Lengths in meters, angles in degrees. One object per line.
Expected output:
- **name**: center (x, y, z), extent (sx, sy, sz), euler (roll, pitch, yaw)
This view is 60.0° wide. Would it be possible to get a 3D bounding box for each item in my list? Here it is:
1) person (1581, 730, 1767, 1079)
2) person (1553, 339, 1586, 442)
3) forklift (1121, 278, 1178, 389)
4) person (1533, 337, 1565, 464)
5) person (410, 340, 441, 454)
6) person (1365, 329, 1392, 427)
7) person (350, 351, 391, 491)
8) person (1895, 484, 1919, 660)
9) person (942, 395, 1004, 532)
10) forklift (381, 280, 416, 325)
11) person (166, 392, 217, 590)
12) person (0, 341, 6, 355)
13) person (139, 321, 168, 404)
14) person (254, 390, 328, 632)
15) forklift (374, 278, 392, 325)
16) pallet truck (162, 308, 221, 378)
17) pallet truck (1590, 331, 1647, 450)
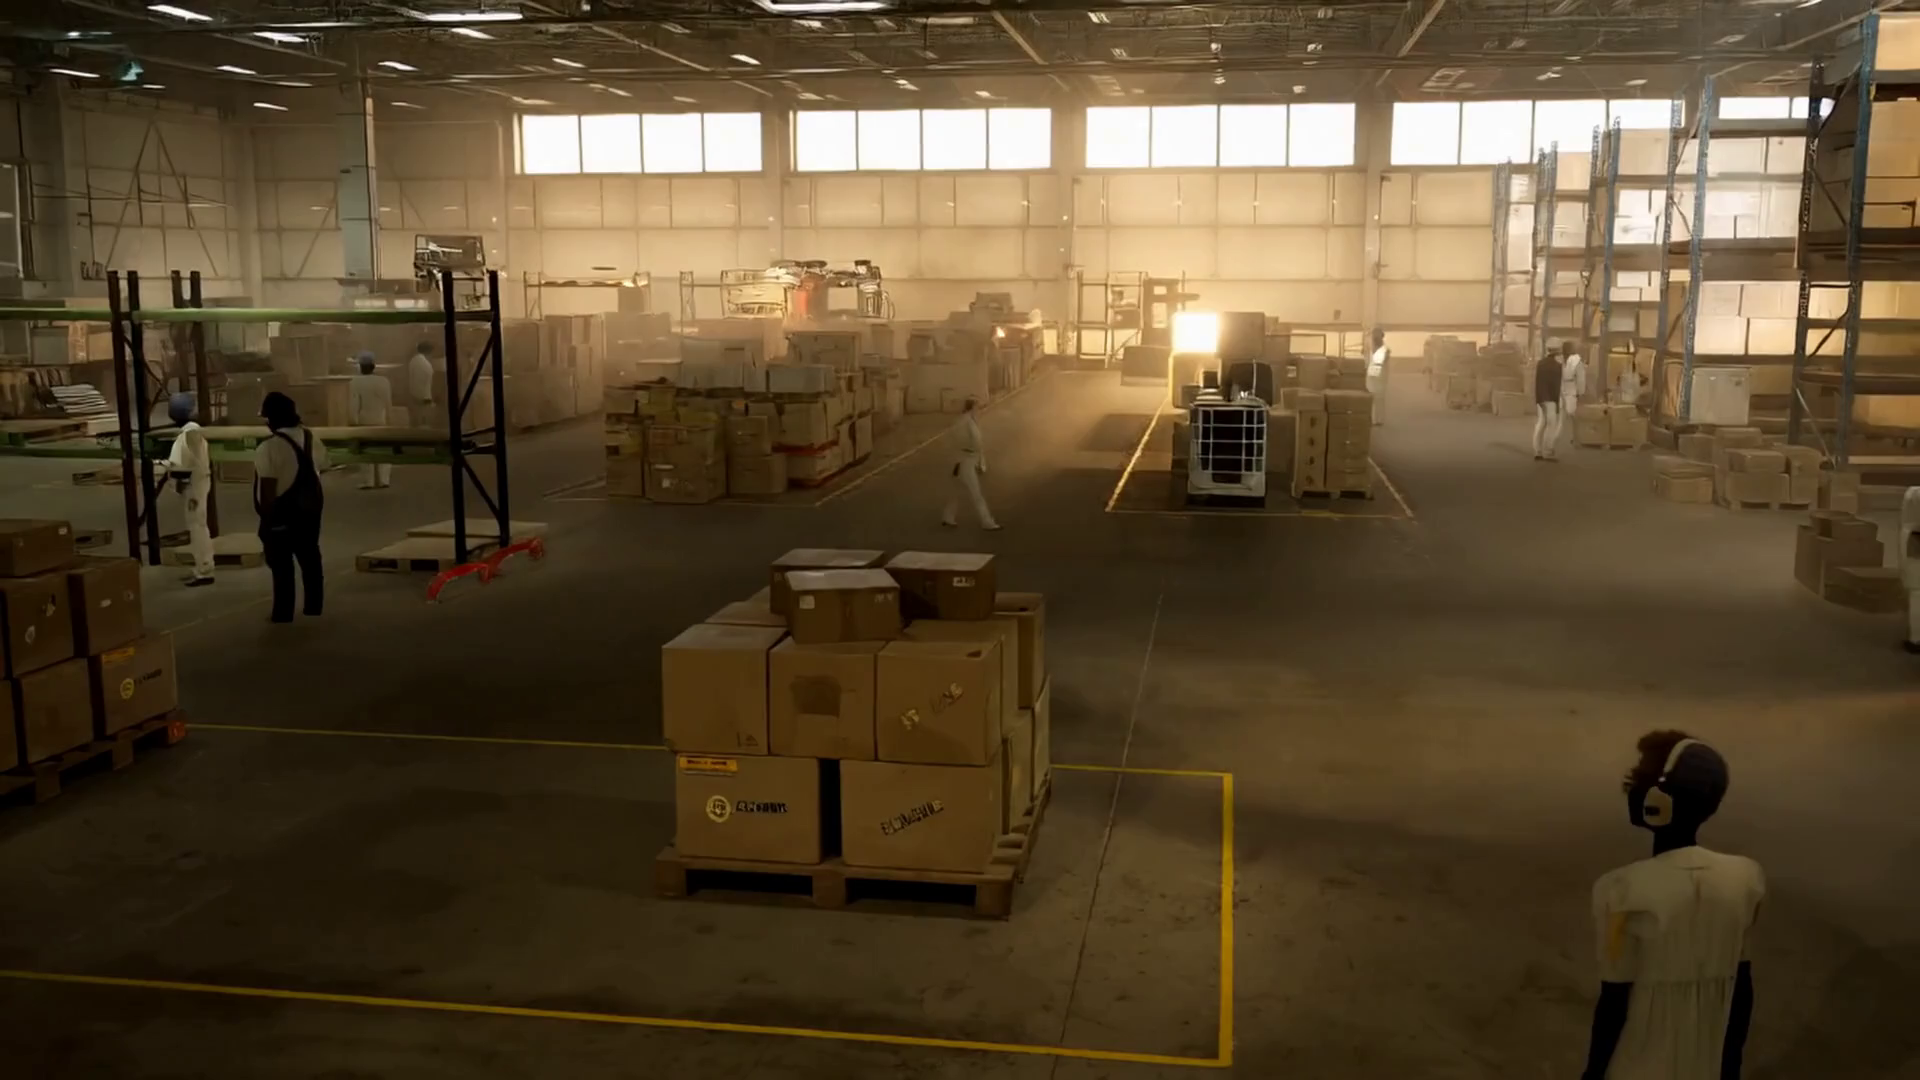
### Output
- **person**: center (1.812, 1.406, 4.333), extent (0.532, 1.876, 0.321), euler (-3, 10, -18)
- **person**: center (10.775, -2.659, 29.550), extent (0.638, 1.828, 0.659), euler (7, 12, 37)
- **forklift**: center (5.117, -5.338, 42.838), extent (1.129, 2.768, 1.873), euler (8, 12, 41)
- **person**: center (9.283, -2.190, 26.175), extent (0.393, 1.985, 0.611), euler (-2, 9, -14)
- **person**: center (-8.763, -2.311, 27.202), extent (0.492, 1.895, 0.681), euler (-7, 12, -39)
- **person**: center (8.111, -3.137, 32.257), extent (0.397, 1.911, 0.587), euler (-5, 10, -27)
- **person**: center (-8.137, -1.640, 22.961), extent (0.369, 1.928, 0.586), euler (8, 12, 41)
- **person**: center (7.546, 0.119, 12.866), extent (0.541, 1.684, 0.438), euler (2, 9, 11)
- **person**: center (0.126, -0.897, 19.391), extent (0.853, 1.588, 0.533), euler (4, 10, 25)
- **forklift**: center (-11.956, -4.169, 35.627), extent (1.873, 2.768, 1.129), euler (1, 9, 9)
- **person**: center (-7.331, -0.467, 15.855), extent (0.337, 1.882, 0.585), euler (-6, 11, -31)
- **person**: center (-22.603, -4.095, 38.942), extent (0.605, 1.658, 0.373), euler (-7, 11, -36)
- **person**: center (-18.386, -4.064, 37.923), extent (0.623, 1.932, 0.370), euler (2, 9, 10)
- **person**: center (-5.698, -0.253, 14.057), extent (0.535, 2.000, 0.680), euler (4, 10, 24)
- **forklift**: center (-15.152, -5.494, 43.797), extent (1.873, 2.768, 1.129), euler (-3, 10, -17)
- **pallet truck**: center (-21.869, -5.598, 47.154), extent (0.823, 1.965, 1.885), euler (4, 10, 26)
- **pallet truck**: center (11.253, -2.573, 28.499), extent (0.823, 1.965, 1.885), euler (5, 10, 27)
